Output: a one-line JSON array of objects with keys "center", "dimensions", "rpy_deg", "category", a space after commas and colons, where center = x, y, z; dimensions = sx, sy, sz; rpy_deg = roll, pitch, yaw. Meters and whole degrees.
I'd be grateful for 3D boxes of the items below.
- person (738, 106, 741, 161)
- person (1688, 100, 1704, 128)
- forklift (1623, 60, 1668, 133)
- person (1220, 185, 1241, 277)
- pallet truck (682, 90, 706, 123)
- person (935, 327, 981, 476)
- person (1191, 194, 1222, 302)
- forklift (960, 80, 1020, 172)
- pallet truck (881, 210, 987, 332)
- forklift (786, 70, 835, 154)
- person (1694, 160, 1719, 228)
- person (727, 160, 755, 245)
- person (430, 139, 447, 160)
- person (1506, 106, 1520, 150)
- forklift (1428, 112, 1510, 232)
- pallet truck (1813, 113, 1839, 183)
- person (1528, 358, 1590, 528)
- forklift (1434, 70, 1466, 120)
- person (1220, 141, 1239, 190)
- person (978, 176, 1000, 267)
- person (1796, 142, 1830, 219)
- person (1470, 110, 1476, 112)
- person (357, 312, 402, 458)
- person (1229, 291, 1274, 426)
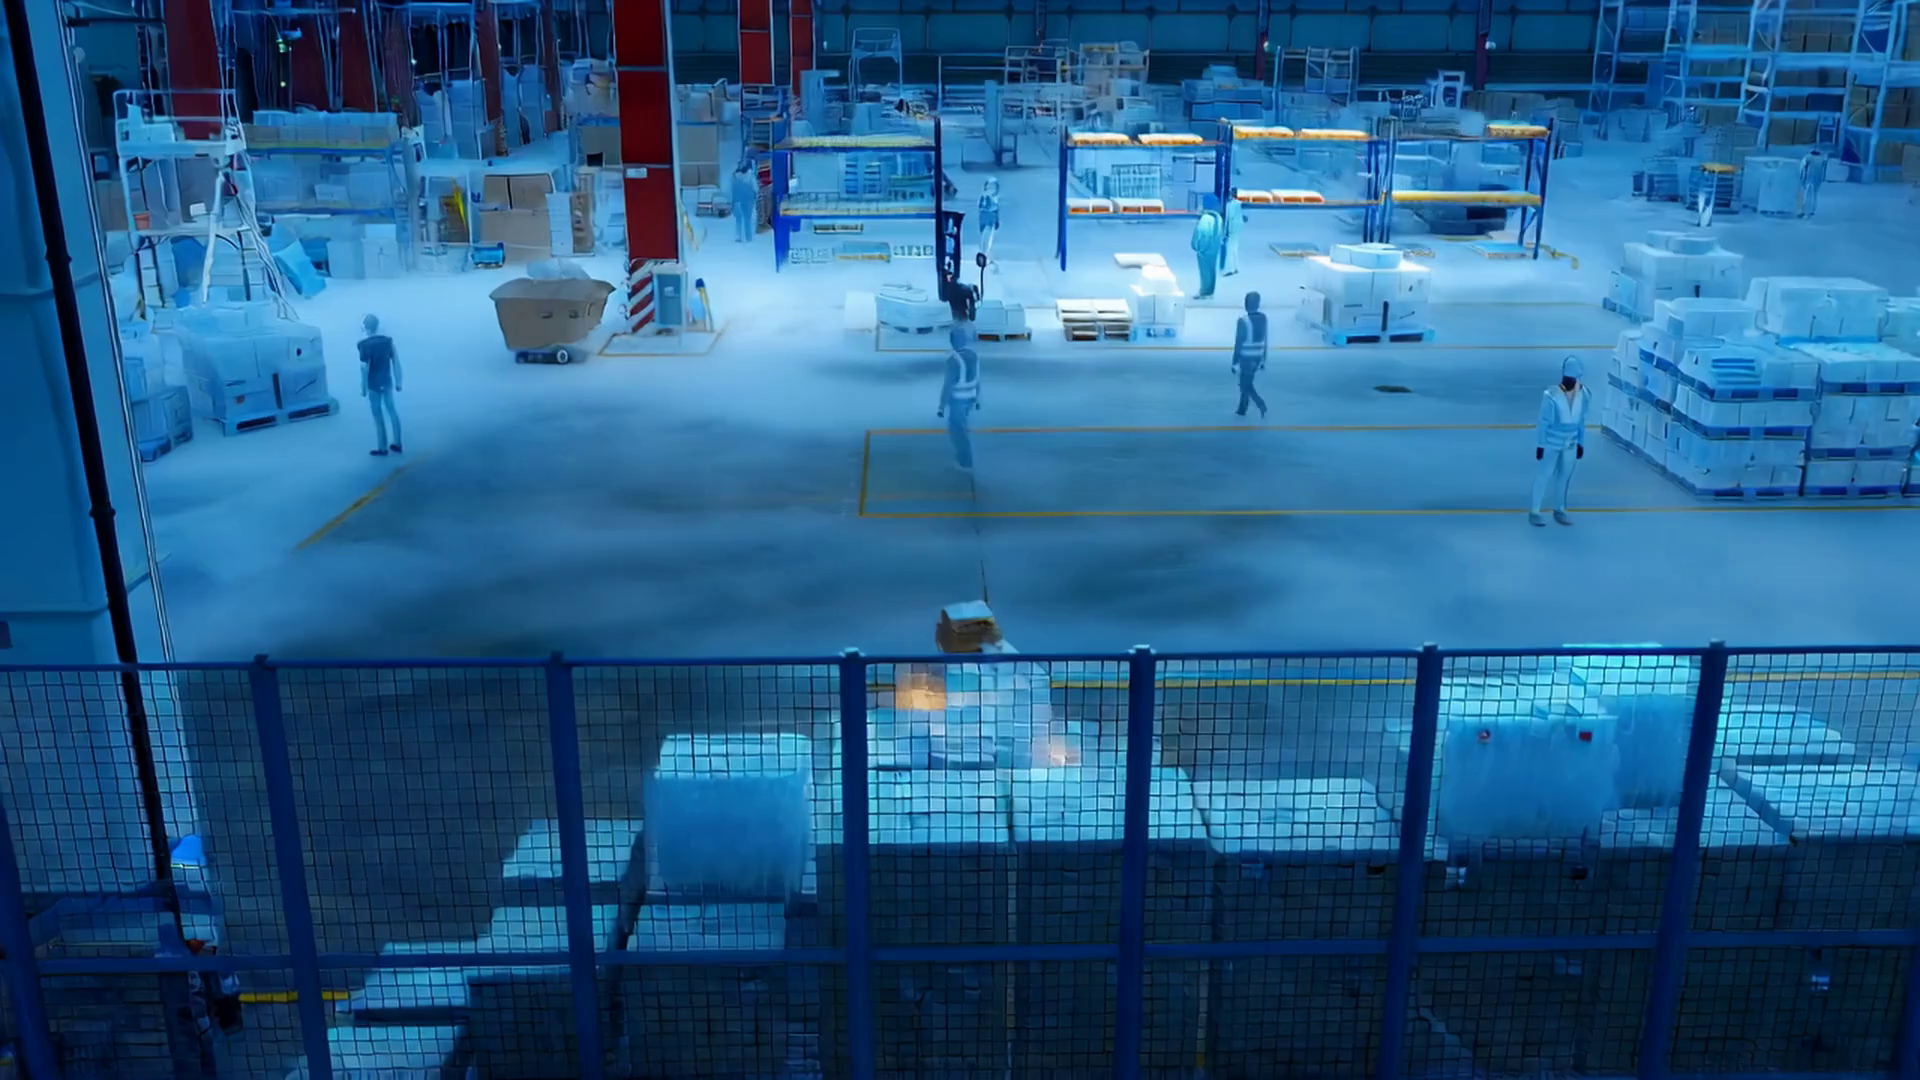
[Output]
[{"center": [-7.324, -13.806, 56.295], "dimensions": [0.369, 1.928, 0.585], "rpy_deg": [0, 19, 0], "category": "person"}, {"center": [26.848, -15.193, 60.765], "dimensions": [0.534, 1.697, 0.322], "rpy_deg": [0, 19, 1], "category": "person"}, {"center": [27.581, -17.673, 66.299], "dimensions": [1.873, 2.768, 1.129], "rpy_deg": [0, 19, -1], "category": "forklift"}, {"center": [5.605, -6.369, 34.324], "dimensions": [0.312, 1.869, 0.537], "rpy_deg": [11, 21, 29], "category": "person"}, {"center": [-9.671, -15.907, 62.421], "dimensions": [0.823, 1.965, 1.885], "rpy_deg": [5, 19, 15], "category": "pallet truck"}, {"center": [-0.049, -1.710, 20.503], "dimensions": [0.571, 1.864, 0.581], "rpy_deg": [9, 21, 26], "category": "person"}, {"center": [4.659, -5.569, 31.686], "dimensions": [0.538, 2.000, 0.683], "rpy_deg": [10, 21, 28], "category": "person"}, {"center": [0.960, -13.258, 53.202], "dimensions": [1.873, 2.768, 1.129], "rpy_deg": [0, 19, -1], "category": "forklift"}, {"center": [-0.493, -4.759, 29.349], "dimensions": [1.885, 1.965, 0.823], "rpy_deg": [-13, 23, -34], "category": "pallet truck"}, {"center": [-5.368, -15.171, 58.877], "dimensions": [1.873, 2.768, 1.129], "rpy_deg": [-10, 21, -28], "category": "forklift"}, {"center": [18.470, -8.551, 41.149], "dimensions": [0.512, 1.642, 0.312], "rpy_deg": [1, 19, 4], "category": "person"}, {"center": [-5.082, -7.823, 38.570], "dimensions": [0.667, 1.924, 0.457], "rpy_deg": [5, 19, 14], "category": "person"}, {"center": [-14.502, -10.339, 46.391], "dimensions": [0.545, 1.680, 0.603], "rpy_deg": [7, 20, 19], "category": "person"}, {"center": [18.186, -13.336, 54.937], "dimensions": [0.682, 1.898, 0.568], "rpy_deg": [12, 22, 32], "category": "person"}, {"center": [12.392, -8.989, 40.537], "dimensions": [1.873, 2.768, 1.129], "rpy_deg": [-1, 19, -2], "category": "forklift"}, {"center": [26.403, -11.957, 50.702], "dimensions": [0.823, 1.965, 1.885], "rpy_deg": [6, 19, 16], "category": "pallet truck"}, {"center": [6.700, -1.084, 18.547], "dimensions": [0.604, 1.938, 0.425], "rpy_deg": [-4, 19, -11], "category": "person"}, {"center": [17.417, -15.323, 59.328], "dimensions": [1.129, 2.768, 1.873], "rpy_deg": [-1, 19, -1], "category": "forklift"}, {"center": [7.356, -10.235, 45.895], "dimensions": [0.664, 1.805, 0.759], "rpy_deg": [16, 25, 40], "category": "person"}, {"center": [0.640, -6.821, 35.577], "dimensions": [0.377, 1.923, 0.595], "rpy_deg": [16, 24, 39], "category": "person"}, {"center": [21.933, -9.250, 42.765], "dimensions": [0.631, 1.936, 0.362], "rpy_deg": [16, 24, 39], "category": "person"}, {"center": [17.333, -13.676, 56.270], "dimensions": [0.548, 1.685, 0.449], "rpy_deg": [-7, 20, -19], "category": "person"}, {"center": [-7.457, -1.983, 21.320], "dimensions": [0.319, 1.865, 0.521], "rpy_deg": [15, 24, 37], "category": "person"}, {"center": [4.027, -2.468, 22.780], "dimensions": [0.583, 1.860, 0.815], "rpy_deg": [-14, 23, -35], "category": "person"}]
